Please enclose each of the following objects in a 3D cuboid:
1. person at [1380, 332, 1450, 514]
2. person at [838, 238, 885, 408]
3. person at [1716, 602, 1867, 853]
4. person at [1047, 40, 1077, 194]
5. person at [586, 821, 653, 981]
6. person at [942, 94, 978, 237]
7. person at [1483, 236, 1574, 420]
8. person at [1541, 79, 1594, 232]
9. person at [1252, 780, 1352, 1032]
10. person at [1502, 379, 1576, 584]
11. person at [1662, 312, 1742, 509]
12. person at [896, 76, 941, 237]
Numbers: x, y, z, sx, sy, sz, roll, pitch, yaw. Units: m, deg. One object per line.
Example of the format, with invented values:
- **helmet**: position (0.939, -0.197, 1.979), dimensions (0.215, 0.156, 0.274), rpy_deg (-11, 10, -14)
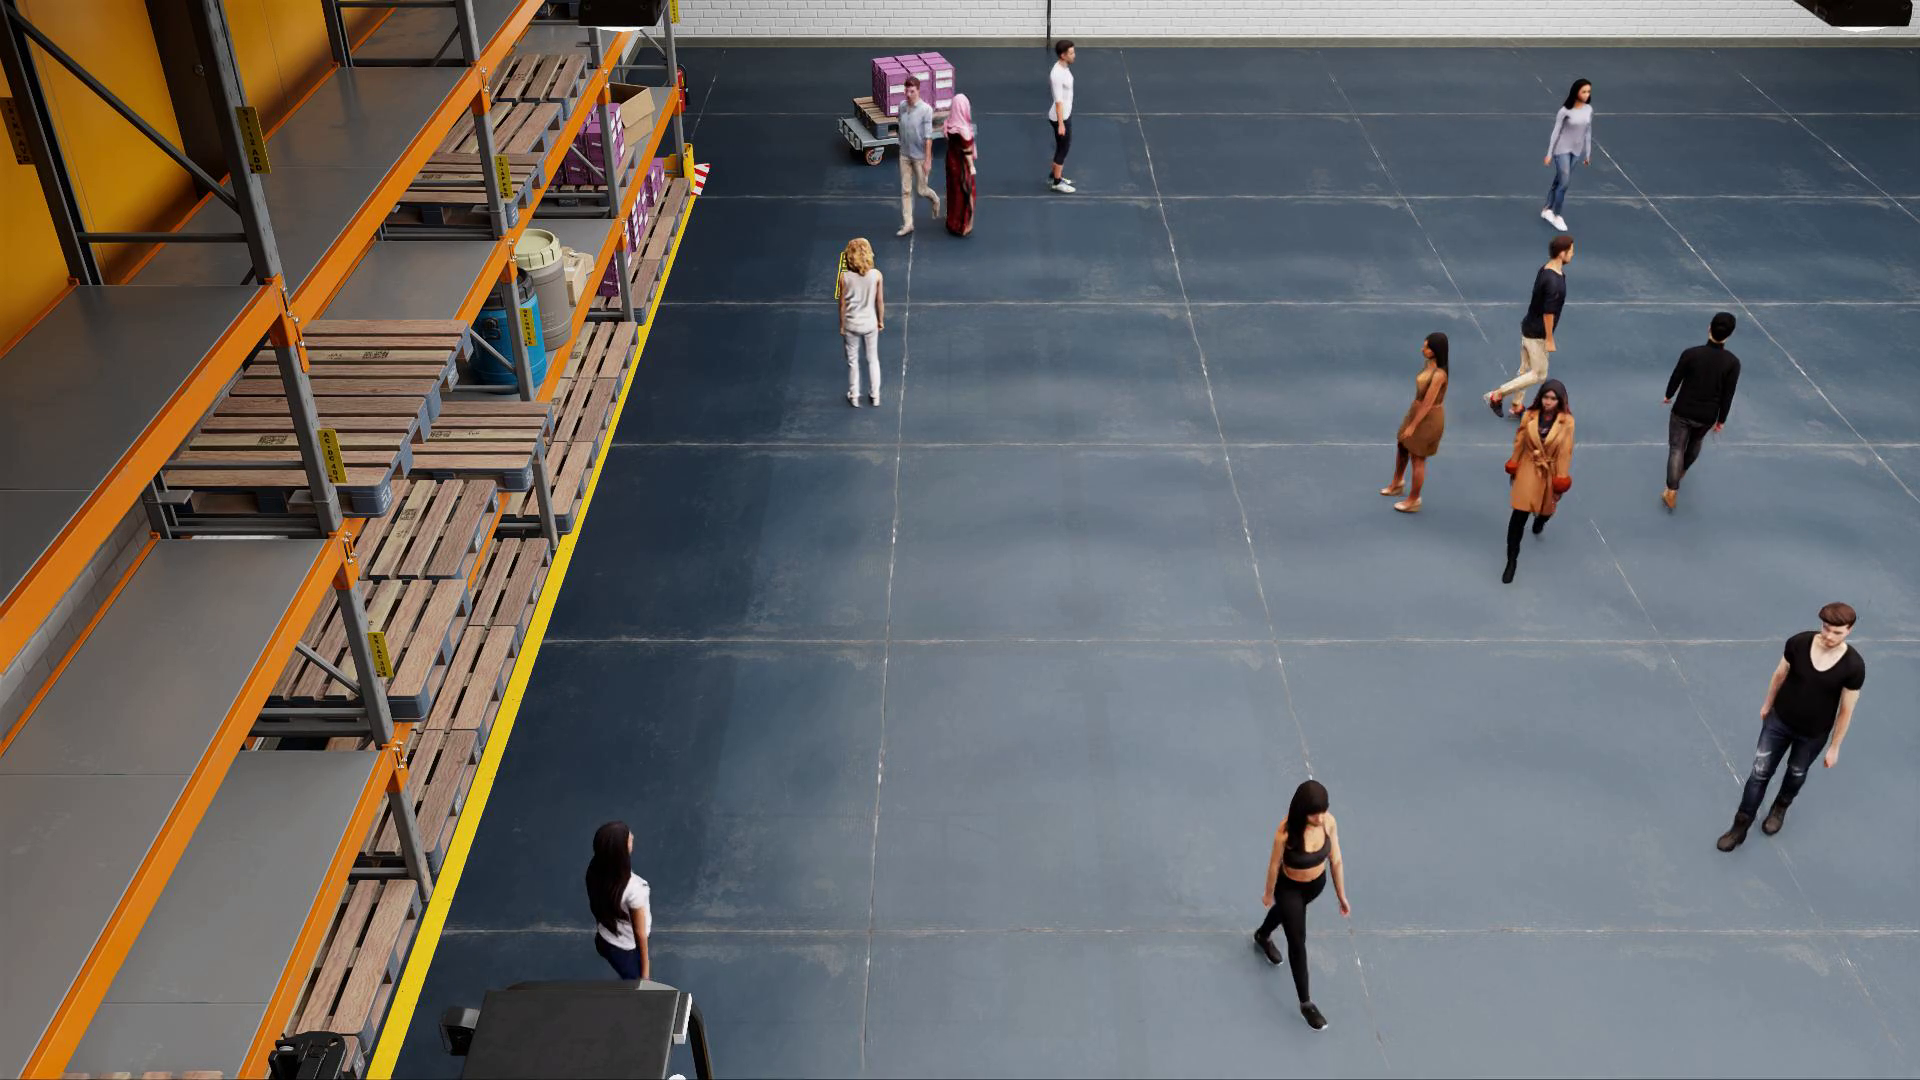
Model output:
- **person**: position (3.949, -0.968, 13.982), dimensions (0.663, 1.681, 0.548), rpy_deg (0, 34, 0)
- **person**: position (-0.938, -2.037, 15.598), dimensions (0.635, 1.671, 0.627), rpy_deg (-9, 35, -13)
- **person**: position (5.424, 1.126, 10.660), dimensions (1.065, 1.871, 1.145), rpy_deg (26, 42, 34)
- **person**: position (1.199, -5.119, 20.078), dimensions (0.798, 1.845, 0.638), rpy_deg (5, 34, 8)
- **person**: position (-1.900, 2.285, 9.028), dimensions (1.077, 1.746, 1.031), rpy_deg (-29, 43, -36)
- **person**: position (-0.007, -4.293, 19.022), dimensions (0.833, 1.637, 0.674), rpy_deg (-13, 36, -19)
- **person**: position (5.209, -1.906, 15.248), dimensions (0.792, 1.840, 0.777), rpy_deg (8, 34, 12)
- **person**: position (6.980, -4.511, 19.279), dimensions (0.789, 1.717, 0.902), rpy_deg (-11, 35, -17)
- **person**: position (1.924, 1.960, 9.649), dimensions (0.862, 1.600, 1.139), rpy_deg (-14, 36, -20)
- **person**: position (4.625, -0.511, 13.273), dimensions (0.967, 1.703, 1.144), rpy_deg (17, 37, 23)
- **person**: position (6.247, -1.071, 14.133), dimensions (0.826, 1.685, 1.137), rpy_deg (8, 34, 11)
- **person**: position (-0.455, -4.418, 19.035), dimensions (0.927, 1.833, 1.056), rpy_deg (19, 38, 26)
